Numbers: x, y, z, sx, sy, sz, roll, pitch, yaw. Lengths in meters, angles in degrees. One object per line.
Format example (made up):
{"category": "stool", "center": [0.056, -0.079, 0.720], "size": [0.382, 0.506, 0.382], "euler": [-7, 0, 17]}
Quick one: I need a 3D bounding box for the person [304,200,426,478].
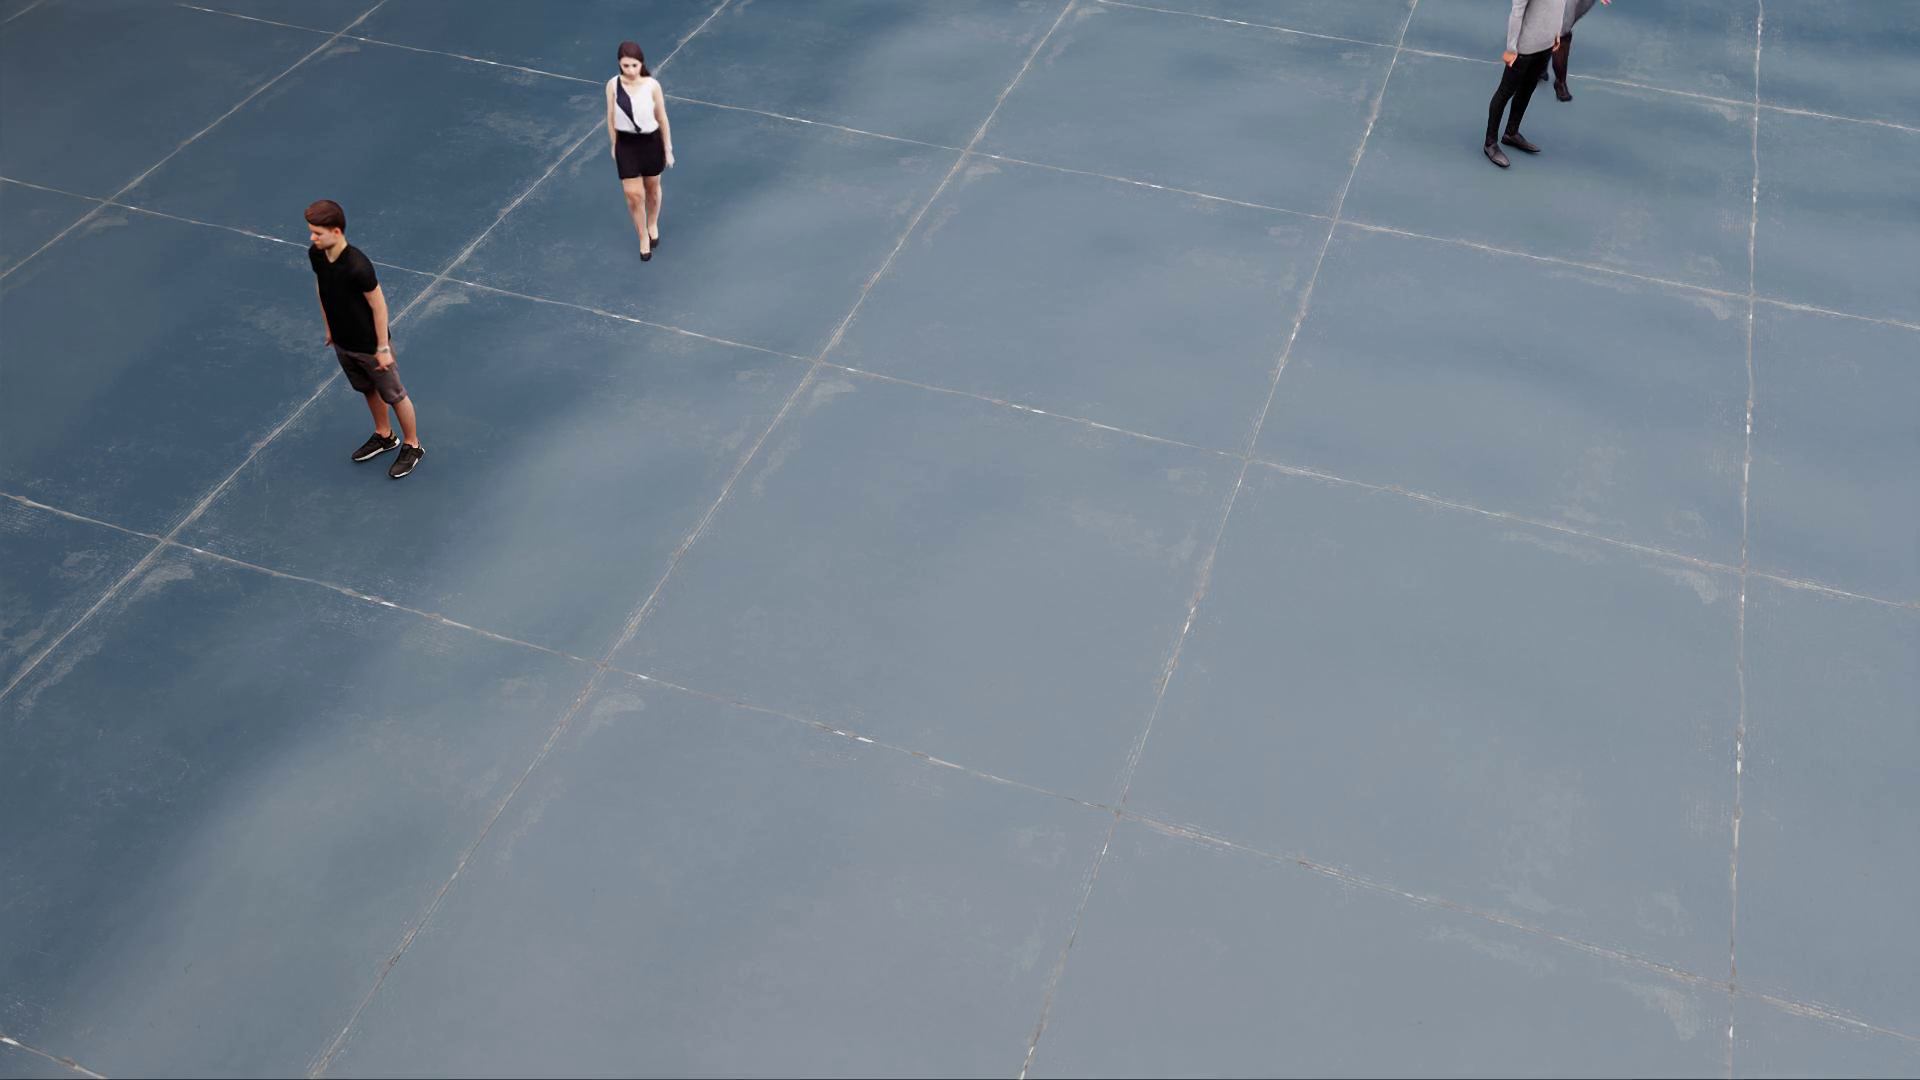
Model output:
{"category": "person", "center": [-3.600, -1.230, 10.025], "size": [0.584, 1.862, 0.789], "euler": [23, 48, 22]}

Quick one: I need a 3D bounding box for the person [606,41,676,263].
{"category": "person", "center": [-2.282, -2.831, 11.908], "size": [0.752, 1.632, 0.805], "euler": [-6, 43, -6]}

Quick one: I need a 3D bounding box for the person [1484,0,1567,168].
{"category": "person", "center": [4.396, -3.869, 12.805], "size": [0.839, 1.923, 0.860], "euler": [-25, 48, -24]}

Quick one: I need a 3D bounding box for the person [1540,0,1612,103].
{"category": "person", "center": [5.006, -4.567, 13.699], "size": [1.057, 1.724, 1.056], "euler": [-10, 44, -11]}
